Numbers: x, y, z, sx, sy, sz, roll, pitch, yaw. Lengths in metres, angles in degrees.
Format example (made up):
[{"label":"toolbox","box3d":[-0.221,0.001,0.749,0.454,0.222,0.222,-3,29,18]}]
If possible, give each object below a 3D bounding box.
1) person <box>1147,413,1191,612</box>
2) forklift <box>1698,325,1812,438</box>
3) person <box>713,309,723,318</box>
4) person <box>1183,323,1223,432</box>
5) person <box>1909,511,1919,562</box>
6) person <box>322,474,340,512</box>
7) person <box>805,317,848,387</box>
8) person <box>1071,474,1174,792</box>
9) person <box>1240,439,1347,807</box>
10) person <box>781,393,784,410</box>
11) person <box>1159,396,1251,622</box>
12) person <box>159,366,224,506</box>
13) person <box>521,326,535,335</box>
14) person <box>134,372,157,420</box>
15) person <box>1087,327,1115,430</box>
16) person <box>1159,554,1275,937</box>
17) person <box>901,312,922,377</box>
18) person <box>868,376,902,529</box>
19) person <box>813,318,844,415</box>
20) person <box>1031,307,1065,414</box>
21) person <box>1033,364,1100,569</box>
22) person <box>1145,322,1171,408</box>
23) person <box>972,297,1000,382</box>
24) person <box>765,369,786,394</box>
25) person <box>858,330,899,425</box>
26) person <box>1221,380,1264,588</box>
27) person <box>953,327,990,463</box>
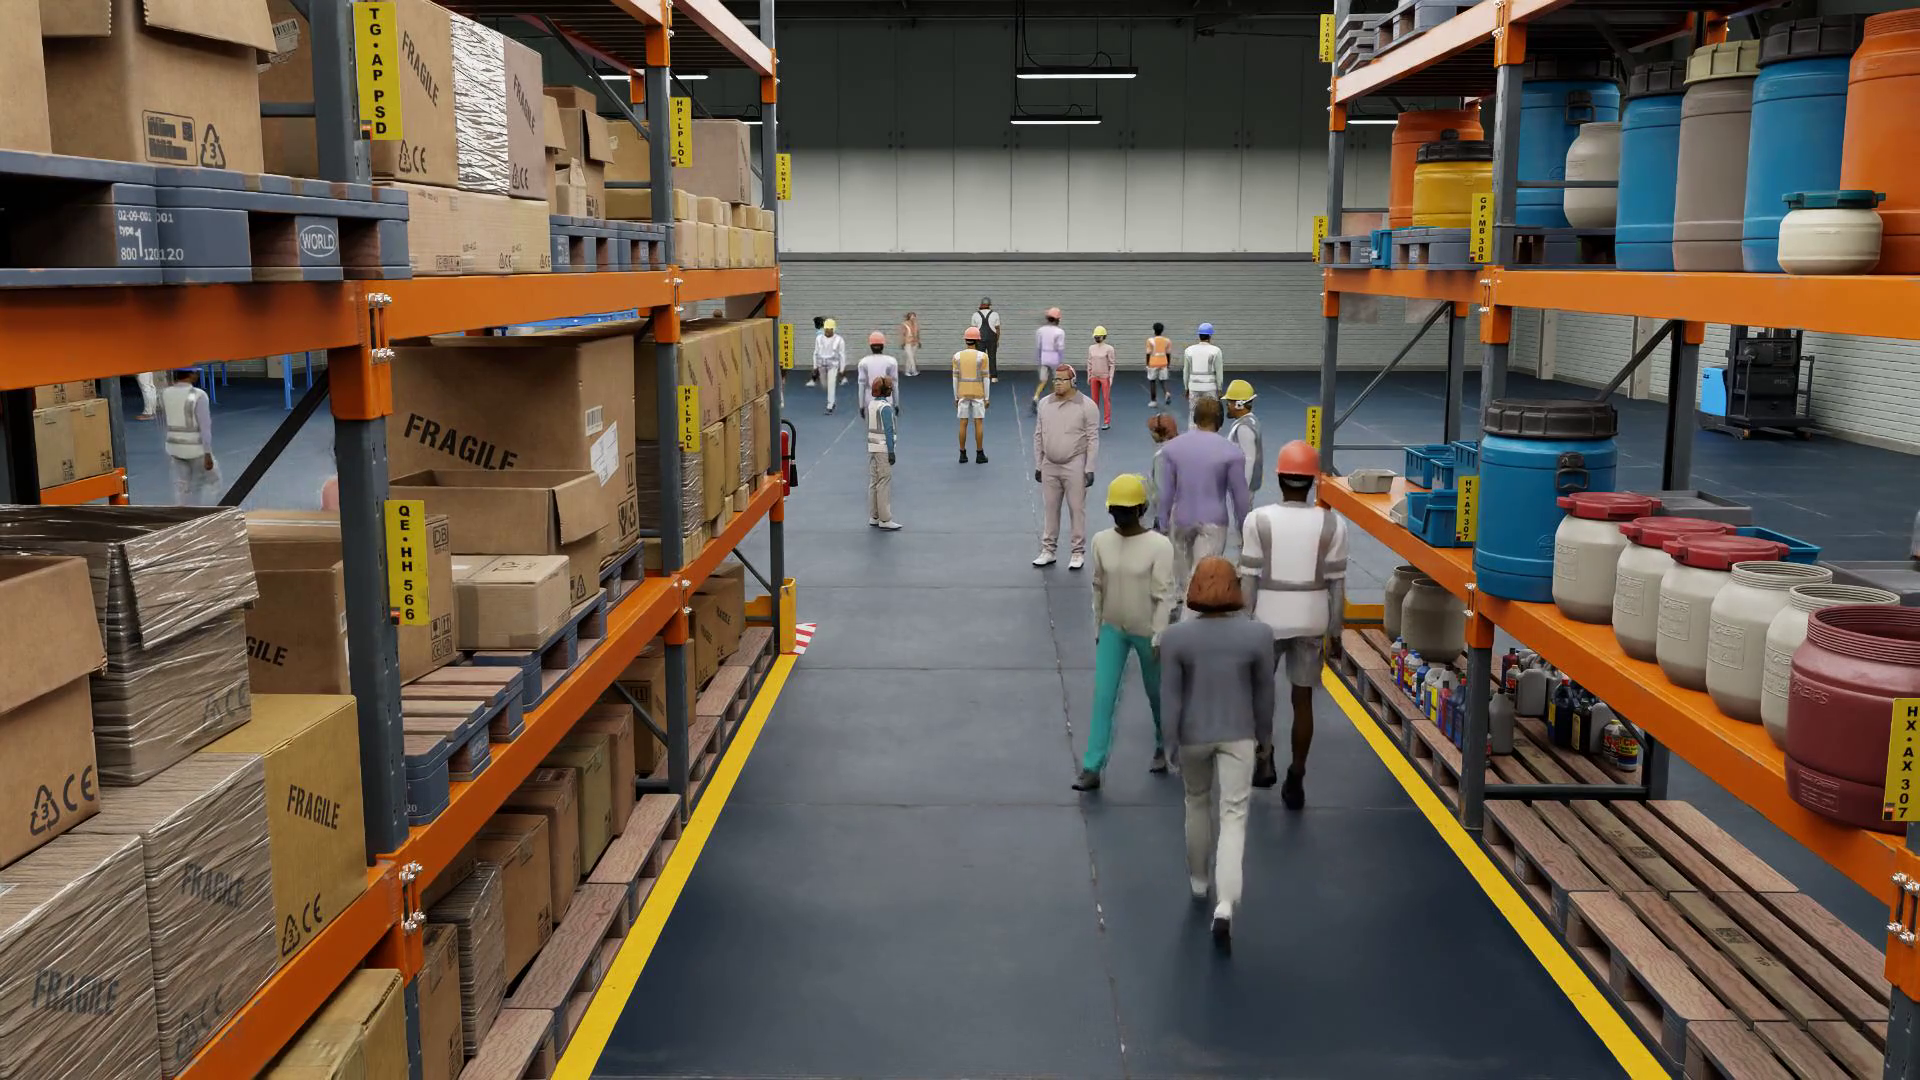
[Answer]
[{"label":"person","box3d":[1.732,-0.226,13.616,0.406,1.629,0.564,4,10,24]},{"label":"forklift","box3d":[13.248,-3.165,27.620,1.129,2.768,1.873,0,9,1]},{"label":"person","box3d":[-5.264,-4.113,36.278,0.633,1.841,0.429,-3,10,-18]},{"label":"person","box3d":[3.664,-2.286,25.014,0.615,1.945,0.405,5,11,27]},{"label":"person","box3d":[5.512,0.407,9.253,0.526,1.832,0.944,-4,10,-20]},{"label":"person","box3d":[-3.474,0.269,9.832,0.643,1.910,0.400,1,10,8]},{"label":"person","box3d":[-3.046,-4.332,38.269,1.008,1.621,0.541,3,10,17]},{"label":"person","box3d":[0.946,0.484,9.112,0.523,1.722,0.901,5,11,30]},{"label":"person","box3d":[1.750,0.437,8.781,0.559,1.923,0.444,1,10,7]},{"label":"person","box3d":[-3.655,-3.341,31.720,0.632,1.830,0.446,4,10,25]},{"label":"person","box3d":[1.823,-0.116,12.224,0.653,1.877,1.055,7,12,34]},{"label":"person","box3d":[-7.772,-0.916,16.847,0.635,1.930,0.485,3,10,20]},{"label":"person","box3d":[-10.620,-4.799,41.152,0.828,1.587,0.514,5,11,28]},{"label":"person","box3d":[-14.896,-3.163,30.296,0.376,1.940,0.629,-1,10,-8]},{"label":"person","box3d":[2.404,-2.782,28.556,0.525,1.759,0.337,8,12,38]},{"label":"person","box3d":[1.106,0.866,7.187,0.496,1.601,0.805,2,10,10]},{"label":"person","box3d":[-1.151,-4.857,41.414,0.541,1.599,0.806,-9,13,-42]},{"label":"person","box3d":[-0.835,-0.944,17.898,0.308,1.641,0.514,-4,10,-25]},{"label":"person","box3d":[-2.463,-3.310,31.583,0.598,1.806,0.769,4,10,20]},{"label":"person","box3d":[1.660,-3.337,31.085,0.610,2.023,0.819,7,12,34]},{"label":"person","box3d":[0.973,-0.688,15.568,0.643,1.910,0.400,5,11,30]},{"label":"person","box3d":[3.910,-3.436,32.701,0.537,1.687,0.470,-4,10,-20]},{"label":"person","box3d":[0.624,-4.785,39.836,0.672,2.000,0.536,1,10,5]},{"label":"person","box3d":[-3.260,-2.792,28.093,0.628,1.948,1.046,1,10,8]},{"label":"person","box3d":[-1.123,-1.899,22.764,0.558,1.925,0.629,1,10,4]},{"label":"person","box3d":[2.452,-0.488,14.588,0.403,1.832,0.594,2,10,11]},{"label":"person","box3d":[0.170,-2.074,23.777,0.545,1.938,0.362,3,10,16]}]
